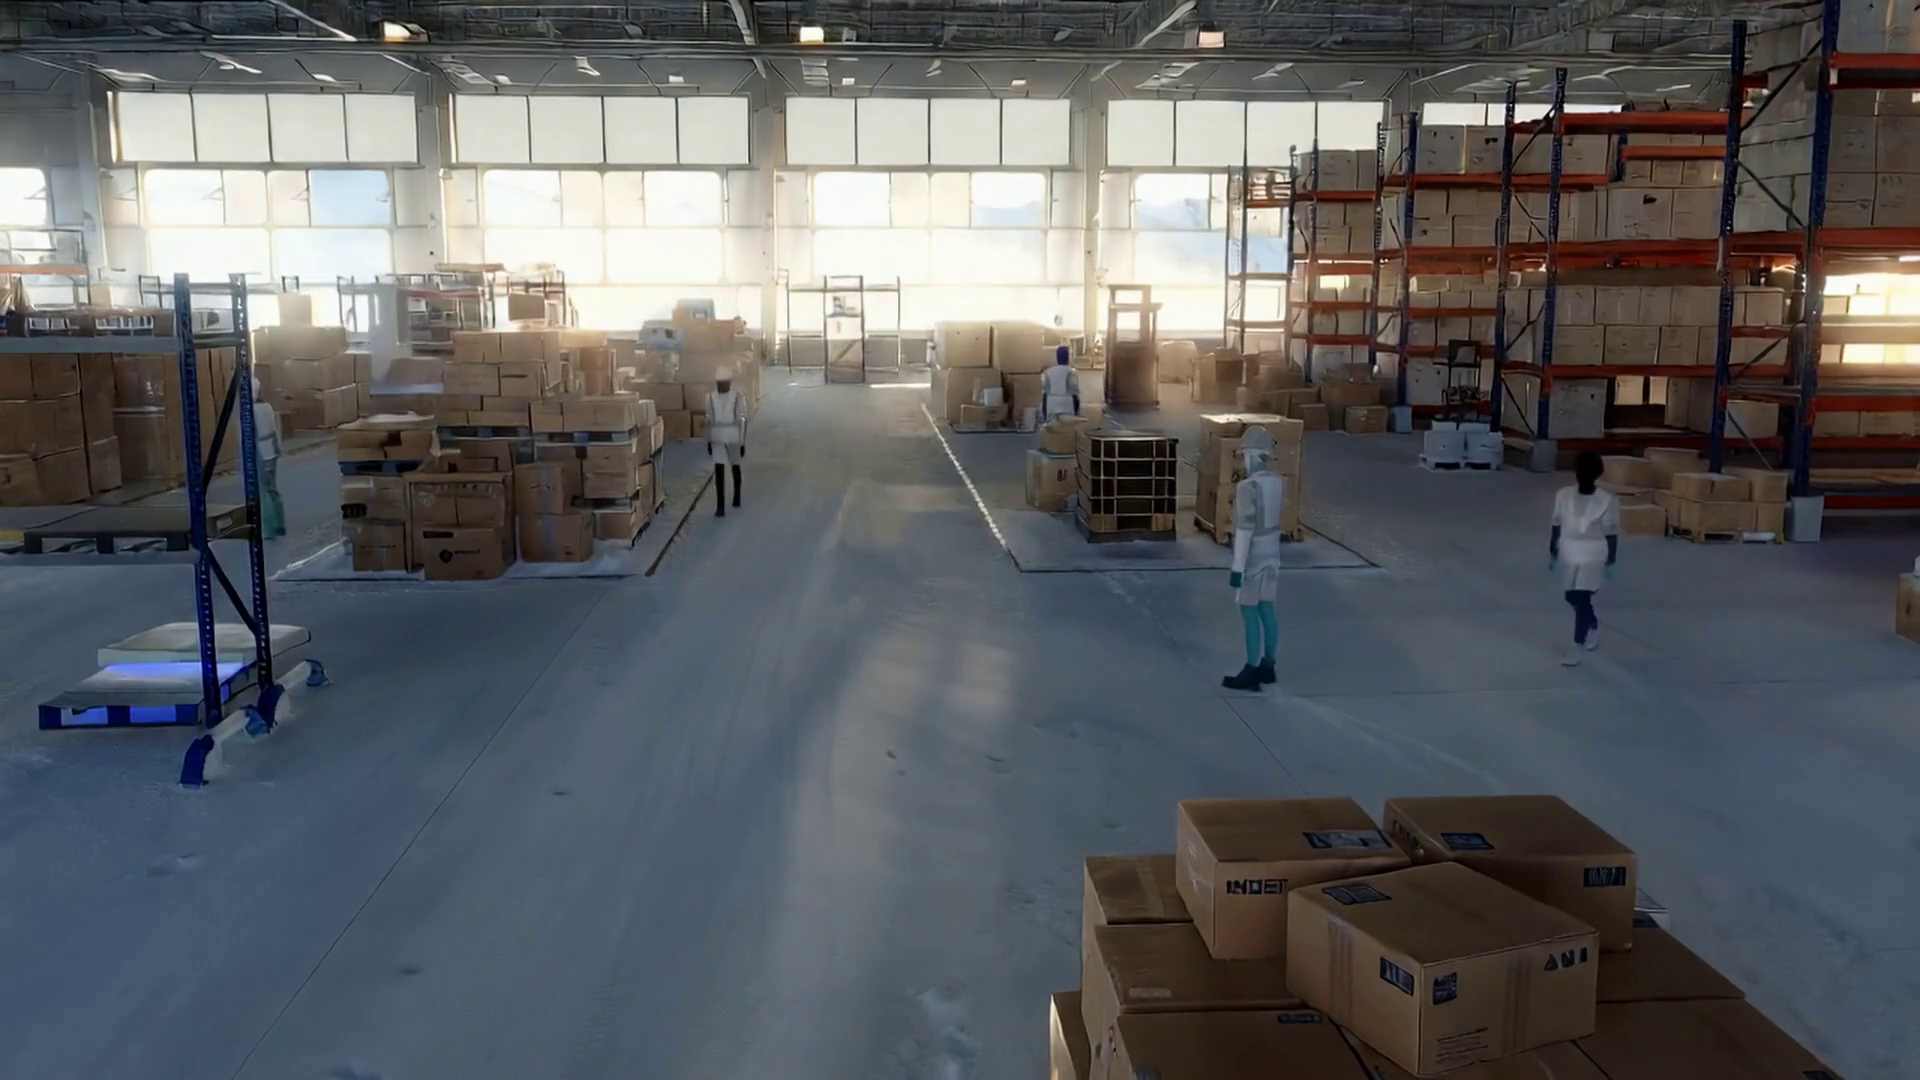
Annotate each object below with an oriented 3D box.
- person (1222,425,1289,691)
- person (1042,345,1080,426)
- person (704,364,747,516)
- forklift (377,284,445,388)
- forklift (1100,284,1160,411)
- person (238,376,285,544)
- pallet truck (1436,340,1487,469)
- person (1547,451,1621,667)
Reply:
[{"bbox_3d":[2.147,0.131,12.159,0.358,1.938,0.542,8,12,41],"label":"person"},{"bbox_3d":[1.556,-1.989,25.376,0.602,1.967,0.366,4,10,25],"label":"person"},{"bbox_3d":[-2.977,-1.299,21.229,0.550,1.913,0.861,0,9,1],"label":"person"},{"bbox_3d":[-13.031,-4.539,38.530,1.873,2.768,1.129,2,9,10],"label":"forklift"},{"bbox_3d":[3.800,-4.363,37.427,1.129,2.768,1.873,-1,9,-4],"label":"forklift"},{"bbox_3d":[-7.898,-0.905,18.795,0.408,1.905,0.607,0,9,3],"label":"person"},{"bbox_3d":[8.004,-2.170,26.422,0.823,1.965,1.885,2,9,14],"label":"pallet truck"},{"bbox_3d":[4.930,0.118,13.042,0.756,1.675,0.524,-7,12,-39],"label":"person"}]
